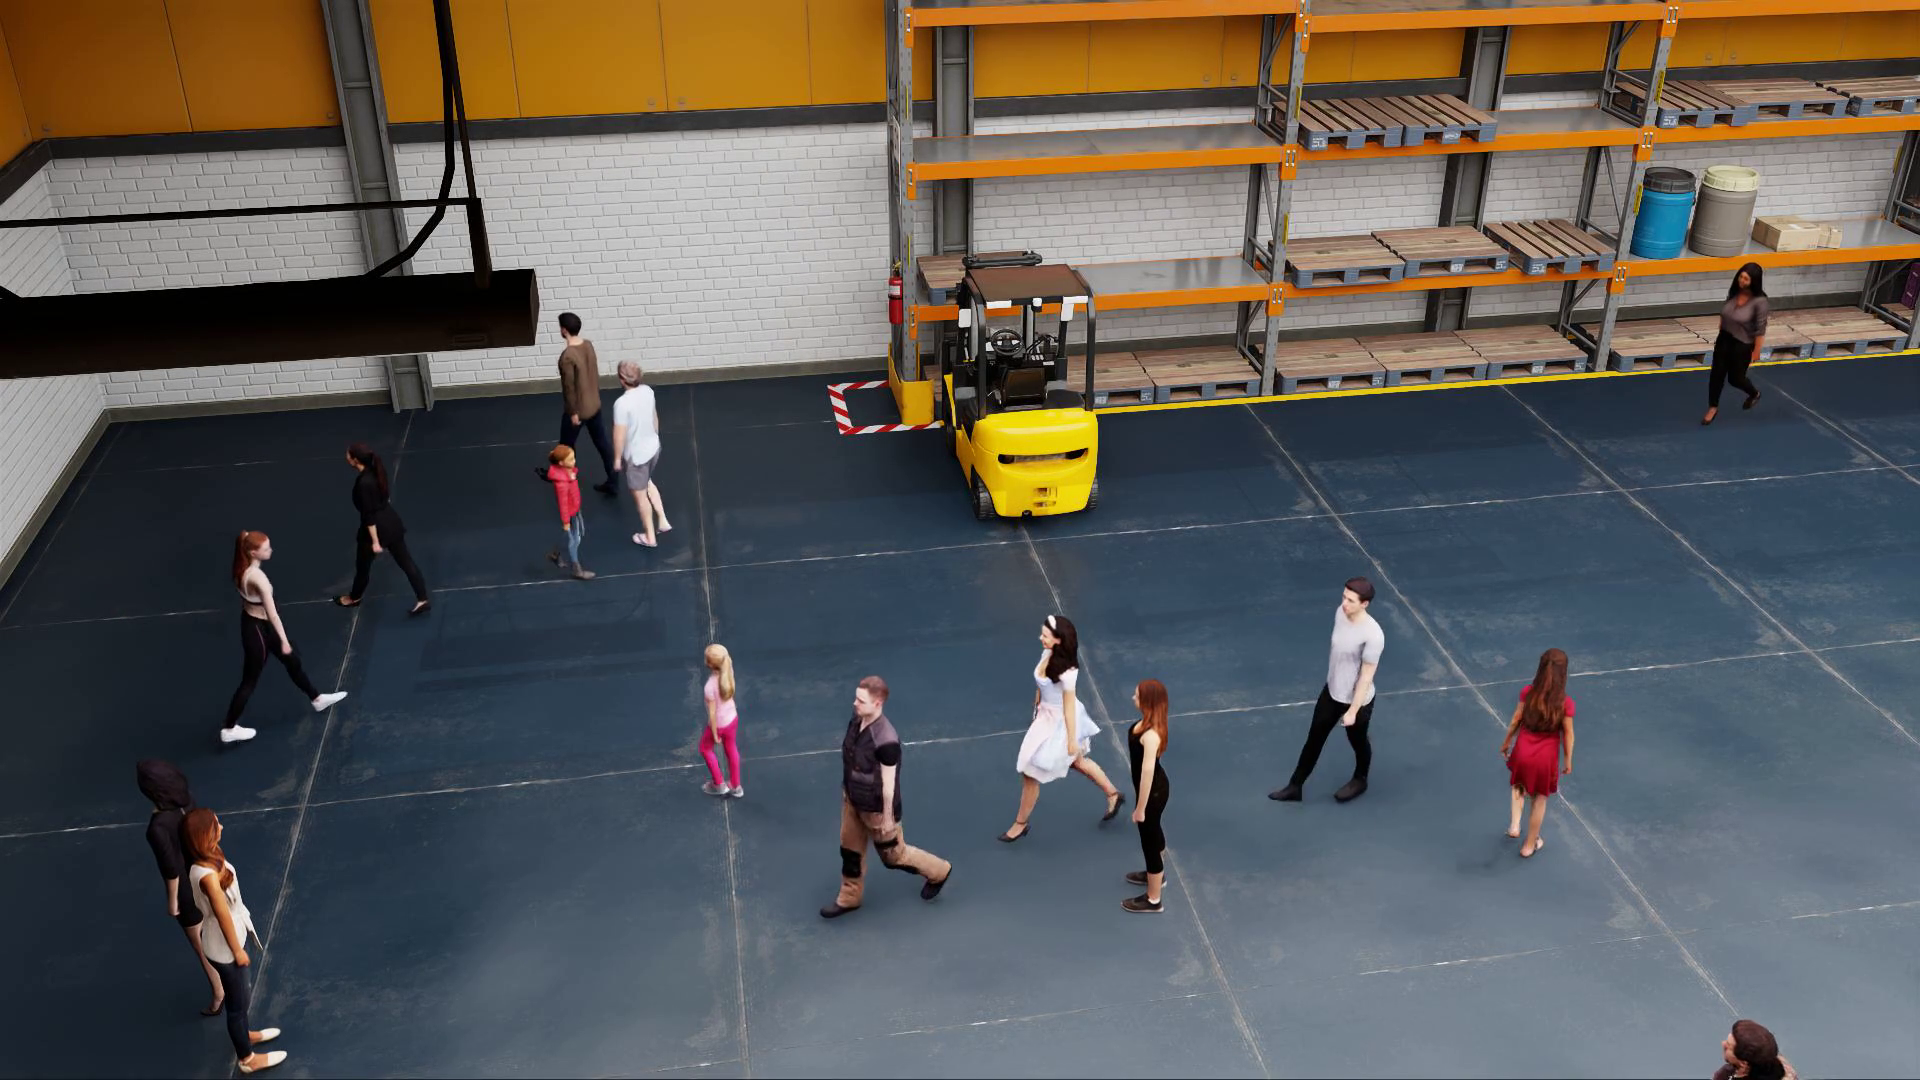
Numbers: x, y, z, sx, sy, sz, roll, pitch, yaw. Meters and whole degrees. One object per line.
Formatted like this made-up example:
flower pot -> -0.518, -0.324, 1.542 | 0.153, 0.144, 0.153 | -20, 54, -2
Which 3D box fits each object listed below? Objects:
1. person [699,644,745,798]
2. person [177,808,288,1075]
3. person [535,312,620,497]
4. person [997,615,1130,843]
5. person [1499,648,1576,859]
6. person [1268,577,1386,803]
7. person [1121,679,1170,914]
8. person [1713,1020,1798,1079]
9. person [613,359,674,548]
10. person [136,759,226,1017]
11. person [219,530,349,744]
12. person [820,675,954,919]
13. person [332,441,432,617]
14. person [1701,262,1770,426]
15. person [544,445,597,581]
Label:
person -> -1.652, 1.298, 11.838 | 0.669, 1.262, 0.609 | 18, 33, 29
person -> -4.205, 2.285, 9.488 | 0.615, 1.782, 0.643 | -14, 31, -23
person -> -3.534, -1.246, 15.896 | 1.206, 1.843, 1.043 | 11, 31, 20
person -> 0.759, 1.299, 11.304 | 1.189, 1.772, 0.672 | -6, 29, -10
person -> 3.866, 1.469, 11.245 | 0.791, 1.532, 0.852 | 20, 34, 32
person -> 2.809, 1.069, 11.661 | 1.146, 1.835, 0.887 | -15, 32, -25
person -> 1.236, 1.629, 10.753 | 0.628, 1.722, 0.627 | 4, 29, 7
person -> 3.752, 3.067, 8.010 | 1.143, 1.823, 1.142 | 25, 37, 38
person -> -2.822, -0.760, 15.026 | 0.873, 1.823, 0.823 | 16, 32, 26
person -> -4.561, 2.052, 9.891 | 0.582, 1.805, 0.640 | 3, 29, 5
person -> -5.317, 0.752, 12.382 | 1.265, 1.701, 0.939 | -21, 35, -33
person -> -0.459, 1.637, 10.640 | 1.207, 1.815, 0.903 | -14, 32, -24
person -> -4.759, -0.040, 13.925 | 1.162, 1.613, 0.879 | 5, 29, 10
person -> 8.178, -2.036, 17.377 | 0.997, 1.813, 0.840 | -12, 31, -21
person -> -3.498, -0.244, 14.621 | 0.713, 1.307, 0.578 | 0, 29, 1
